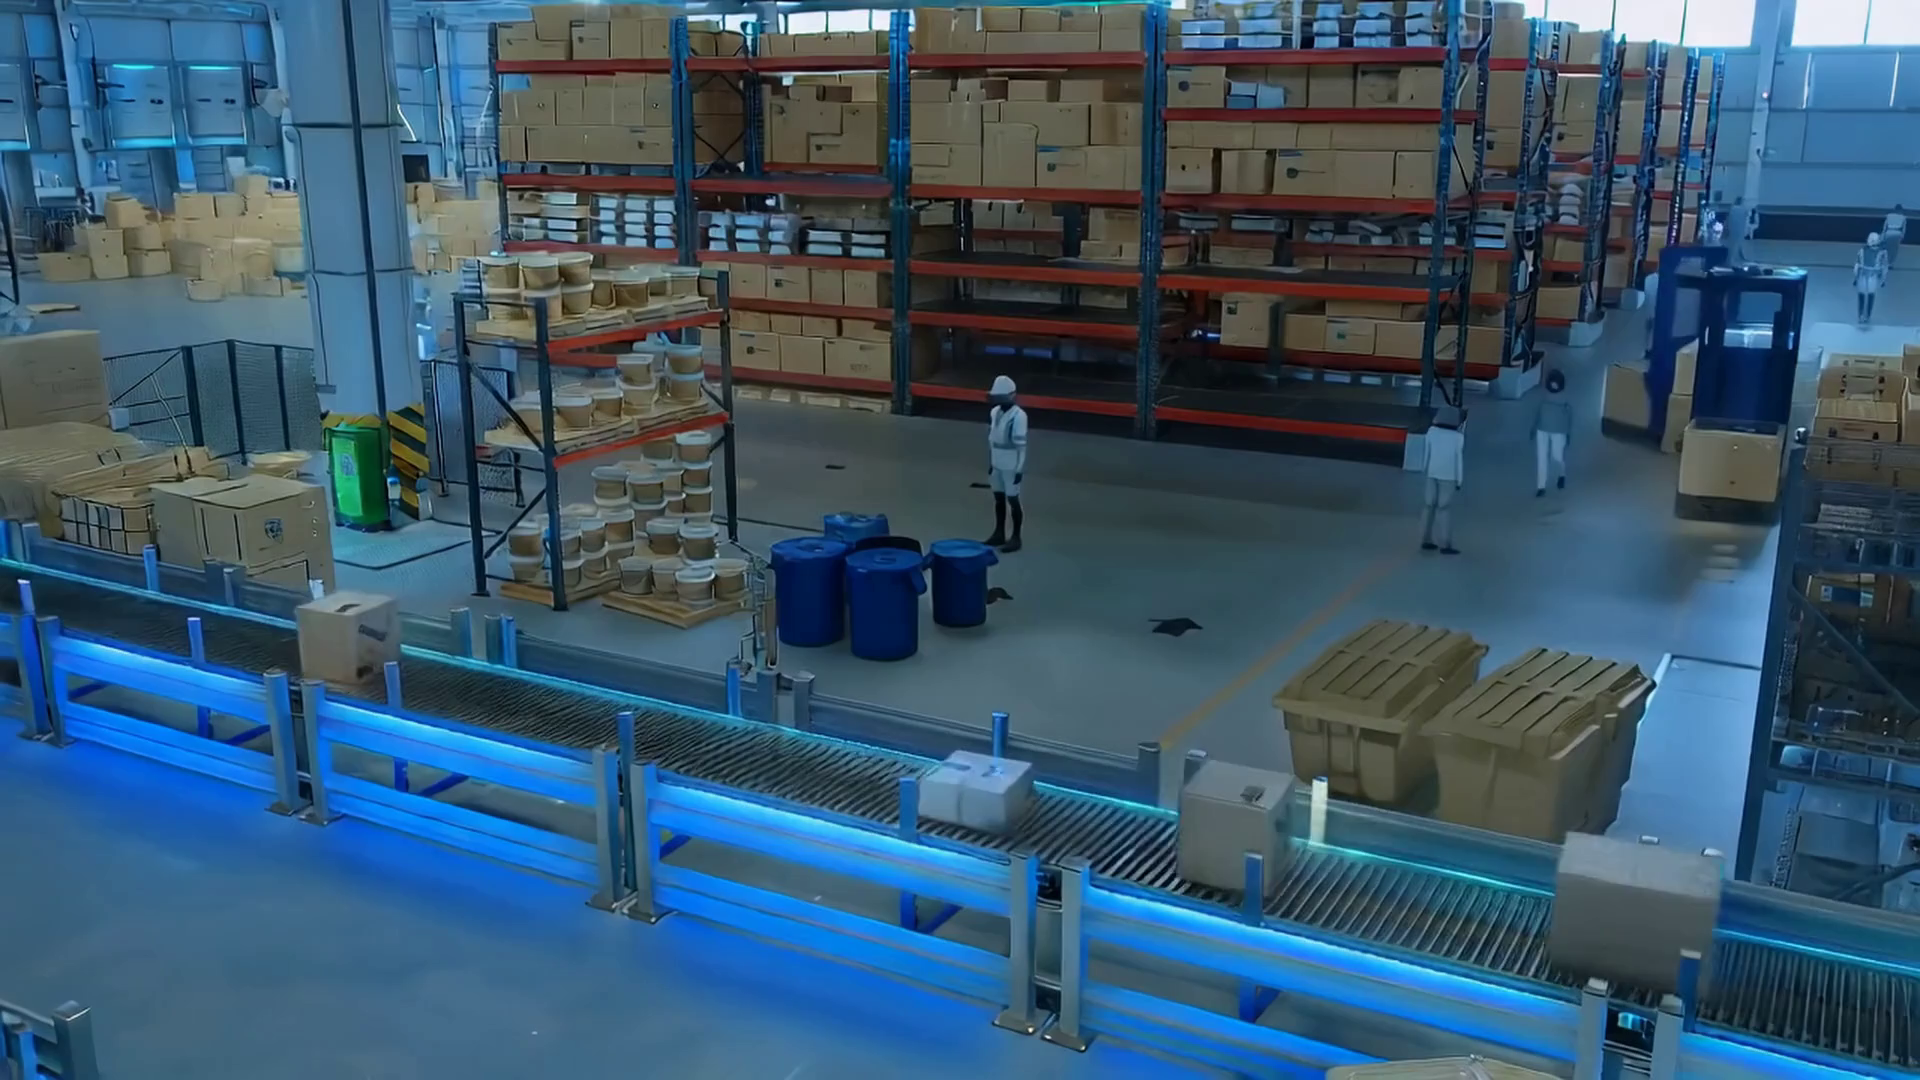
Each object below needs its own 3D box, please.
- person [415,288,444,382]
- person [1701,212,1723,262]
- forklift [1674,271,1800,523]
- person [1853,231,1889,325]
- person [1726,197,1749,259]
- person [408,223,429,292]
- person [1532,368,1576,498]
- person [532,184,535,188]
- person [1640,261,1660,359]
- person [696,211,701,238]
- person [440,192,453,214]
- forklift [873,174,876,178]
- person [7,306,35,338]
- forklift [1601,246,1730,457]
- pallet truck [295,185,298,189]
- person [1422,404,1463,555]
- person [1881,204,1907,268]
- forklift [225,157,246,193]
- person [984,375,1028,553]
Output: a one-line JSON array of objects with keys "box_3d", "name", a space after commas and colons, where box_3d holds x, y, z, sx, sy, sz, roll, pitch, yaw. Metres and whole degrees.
[{"box_3d": [-9.234, -3.532, 28.760, 0.525, 1.636, 0.307, 5, 16, 20], "name": "person"}, {"box_3d": [21.530, -8.572, 47.654, 0.530, 1.662, 0.839, 8, 17, 27], "name": "person"}, {"box_3d": [9.269, -1.763, 19.726, 1.129, 2.768, 1.873, 8, 17, 27], "name": "forklift"}, {"box_3d": [19.798, -5.699, 36.156, 0.646, 2.022, 0.420, 11, 18, 35], "name": "person"}, {"box_3d": [23.857, -9.562, 50.994, 0.642, 1.872, 0.917, 0, 15, -1], "name": "person"}, {"box_3d": [-13.883, -7.184, 41.963, 0.885, 1.906, 0.662, -9, 17, -31], "name": "person"}, {"box_3d": [7.337, -1.340, 20.565, 0.500, 1.620, 0.491, 11, 18, 35], "name": "person"}, {"box_3d": [-16.987, -13.467, 66.013, 0.533, 1.692, 0.322, 4, 15, 14], "name": "person"}, {"box_3d": [13.092, -4.302, 31.162, 0.399, 1.899, 0.650, -7, 16, -23], "name": "person"}, {"box_3d": [-6.874, -7.787, 44.135, 0.652, 1.969, 0.435, 0, 15, 1], "name": "person"}, {"box_3d": [-16.186, -10.119, 53.041, 0.645, 1.893, 0.937, 3, 15, 9], "name": "person"}, {"box_3d": [-2.894, -13.447, 63.650, 1.129, 2.768, 1.873, -11, 18, -35], "name": "forklift"}, {"box_3d": [-13.404, -2.392, 23.915, 0.542, 1.929, 0.374, 13, 20, 40], "name": "person"}, {"box_3d": [10.075, -2.688, 23.206, 1.129, 2.768, 1.873, -4, 16, -16], "name": "forklift"}, {"box_3d": [-26.804, -14.617, 69.738, 1.885, 1.965, 0.823, -14, 20, -42], "name": "pallet truck"}, {"box_3d": [5.217, -0.660, 17.968, 0.279, 1.634, 0.497, -10, 18, -33], "name": "person"}, {"box_3d": [27.032, -8.793, 48.153, 0.604, 1.830, 0.458, 11, 19, 36], "name": "person"}, {"box_3d": [-24.841, -11.763, 57.320, 1.873, 2.768, 1.129, -13, 20, -40], "name": "forklift"}, {"box_3d": [0.482, -0.827, 18.012, 0.354, 1.939, 0.544, -13, 20, -40], "name": "person"}]
